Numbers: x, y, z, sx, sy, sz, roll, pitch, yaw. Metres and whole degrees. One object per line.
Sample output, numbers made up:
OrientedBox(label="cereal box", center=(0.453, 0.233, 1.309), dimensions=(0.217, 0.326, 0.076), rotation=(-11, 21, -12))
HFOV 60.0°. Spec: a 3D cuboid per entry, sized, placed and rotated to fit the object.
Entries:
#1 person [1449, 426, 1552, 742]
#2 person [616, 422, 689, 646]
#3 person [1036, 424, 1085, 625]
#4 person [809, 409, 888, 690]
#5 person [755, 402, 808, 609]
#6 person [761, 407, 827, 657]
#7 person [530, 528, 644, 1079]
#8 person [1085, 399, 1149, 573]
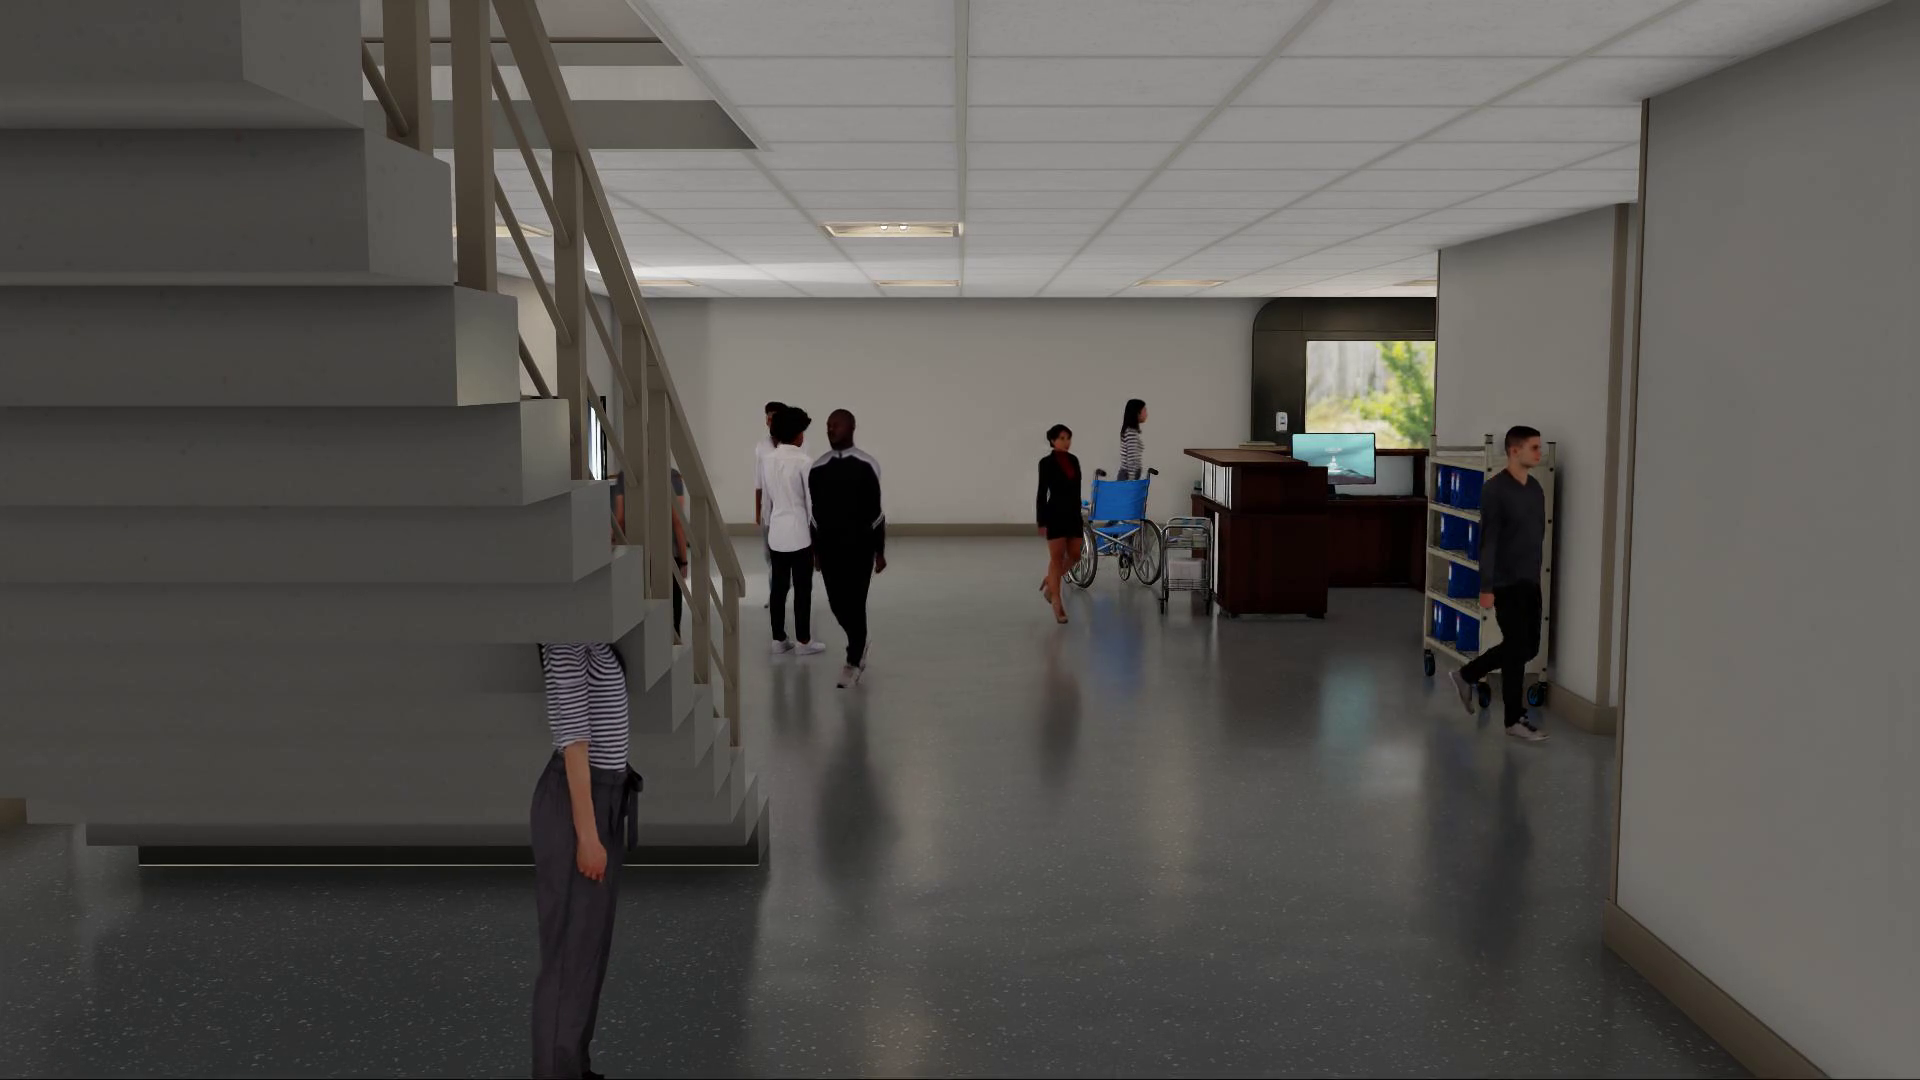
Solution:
OrientedBox(label="person", center=(3.068, 0.240, 9.411), dimensions=(0.946, 1.744, 1.046), rotation=(-4, 7, -35))
OrientedBox(label="person", center=(-1.942, 0.136, 10.433), dimensions=(0.656, 1.747, 0.606), rotation=(1, 6, 10))
OrientedBox(label="person", center=(0.796, -0.132, 13.696), dimensions=(0.771, 1.626, 0.856), rotation=(-3, 7, -31))
OrientedBox(label="person", center=(-0.726, 0.045, 11.081), dimensions=(0.890, 1.797, 1.204), rotation=(1, 6, 14))
OrientedBox(label="person", center=(-1.516, -0.308, 14.579), dimensions=(0.783, 1.801, 0.876), rotation=(2, 6, 19))
OrientedBox(label="person", center=(-1.232, -0.070, 12.167), dimensions=(0.723, 1.810, 0.729), rotation=(3, 6, 28))
OrientedBox(label="person", center=(-1.042, 0.743, 4.474), dimensions=(0.678, 1.732, 0.482), rotation=(-1, 6, -6))
OrientedBox(label="person", center=(1.656, -0.543, 17.018), dimensions=(0.683, 1.780, 0.859), rotation=(0, 6, -3))
